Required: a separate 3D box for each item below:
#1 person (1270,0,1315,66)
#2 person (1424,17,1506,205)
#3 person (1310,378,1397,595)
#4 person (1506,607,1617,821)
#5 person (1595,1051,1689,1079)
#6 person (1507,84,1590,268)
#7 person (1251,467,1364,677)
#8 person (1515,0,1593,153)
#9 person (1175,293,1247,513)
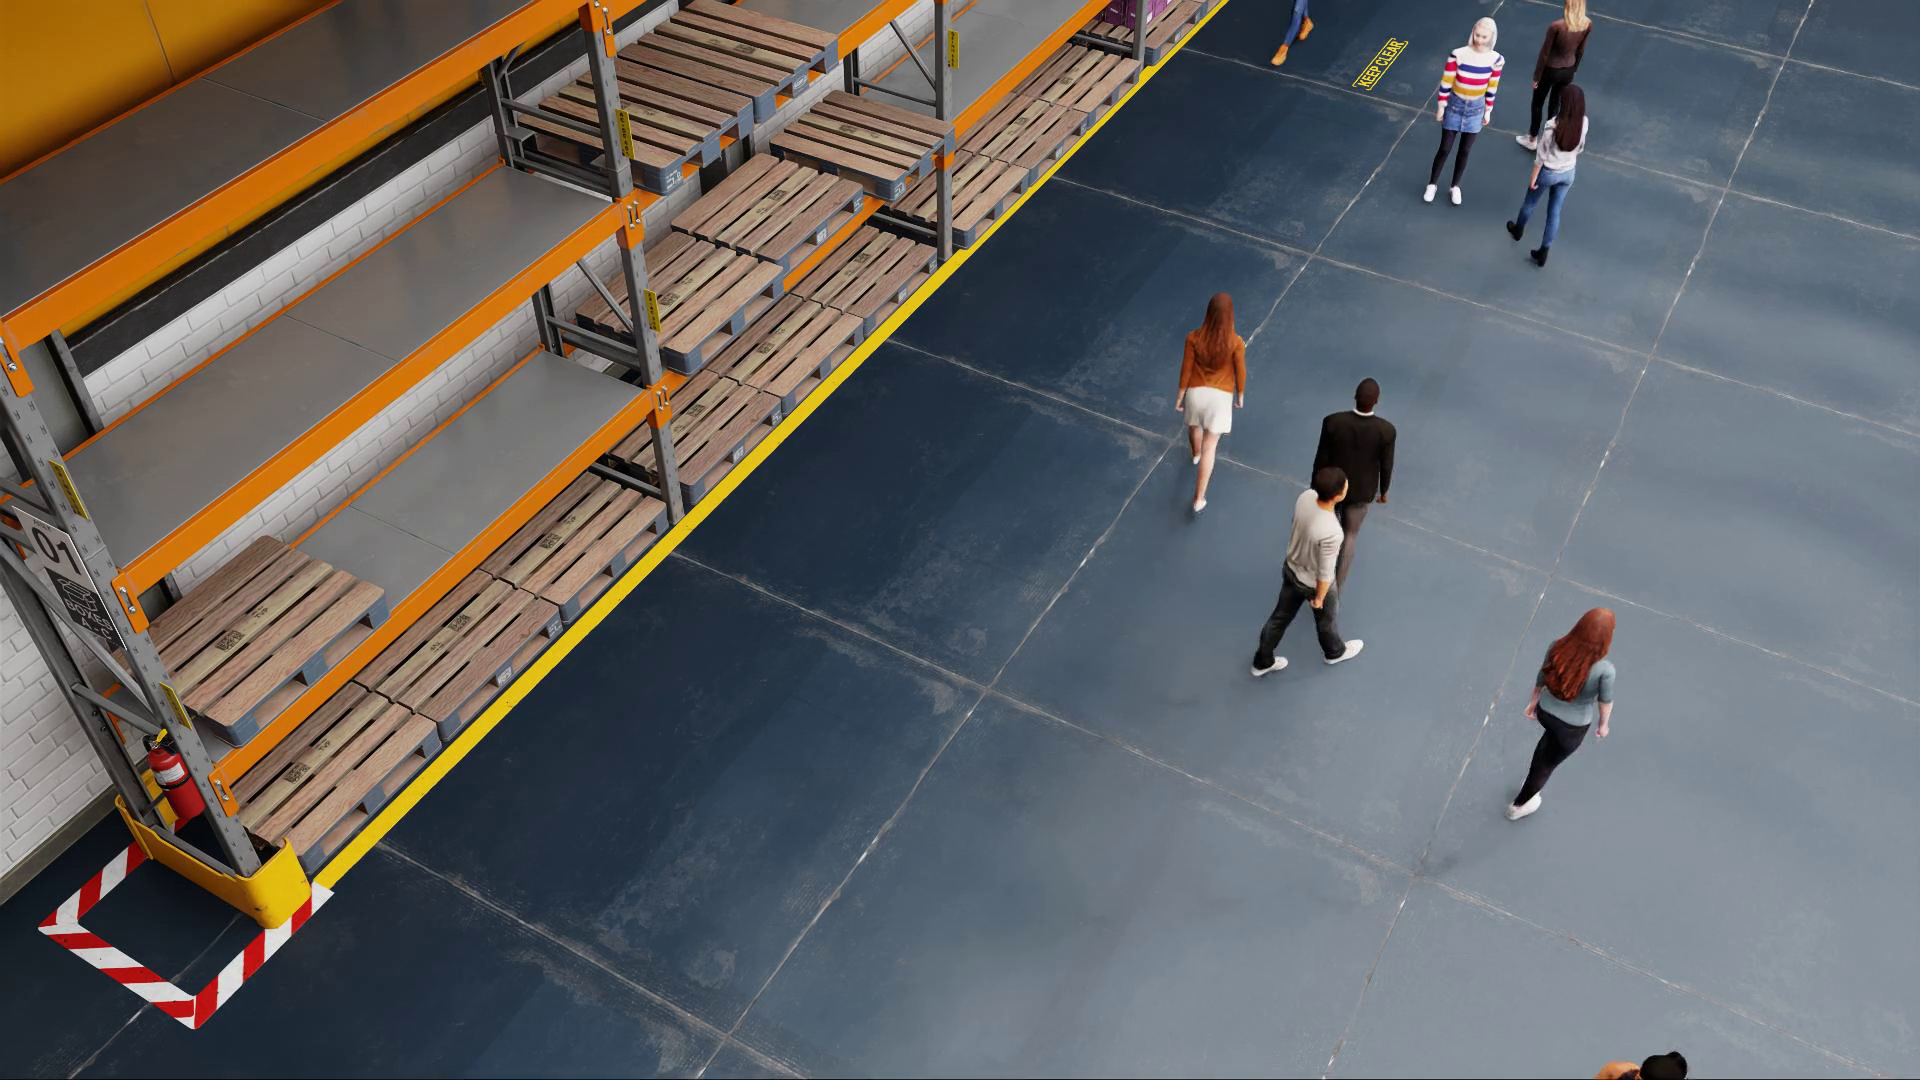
[{"bbox_3d":[3.585,-5.869,17.265,0.682,1.661,1.217,25,49,24],"label":"person"},{"bbox_3d":[4.580,-3.896,15.087,0.710,1.808,0.632,7,44,8],"label":"person"},{"bbox_3d":[2.638,-0.288,11.329,0.856,1.767,1.220,13,45,13],"label":"person"},{"bbox_3d":[3.518,1.112,9.889,0.732,1.727,0.699,-25,49,-24],"label":"person"},{"bbox_3d":[3.209,2.891,8.082,1.106,1.645,0.957,-18,47,-18],"label":"person"},{"bbox_3d":[5.189,-3.107,14.412,0.924,1.595,1.005,-7,44,-7],"label":"person"},{"bbox_3d":[2.189,0.235,10.773,1.136,1.777,1.005,-17,46,-17],"label":"person"},{"bbox_3d":[5.624,-4.362,15.664,0.805,1.686,0.863,-7,44,-7],"label":"person"},{"bbox_3d":[1.804,-0.975,12.113,0.838,1.682,1.187,11,45,11],"label":"person"}]
